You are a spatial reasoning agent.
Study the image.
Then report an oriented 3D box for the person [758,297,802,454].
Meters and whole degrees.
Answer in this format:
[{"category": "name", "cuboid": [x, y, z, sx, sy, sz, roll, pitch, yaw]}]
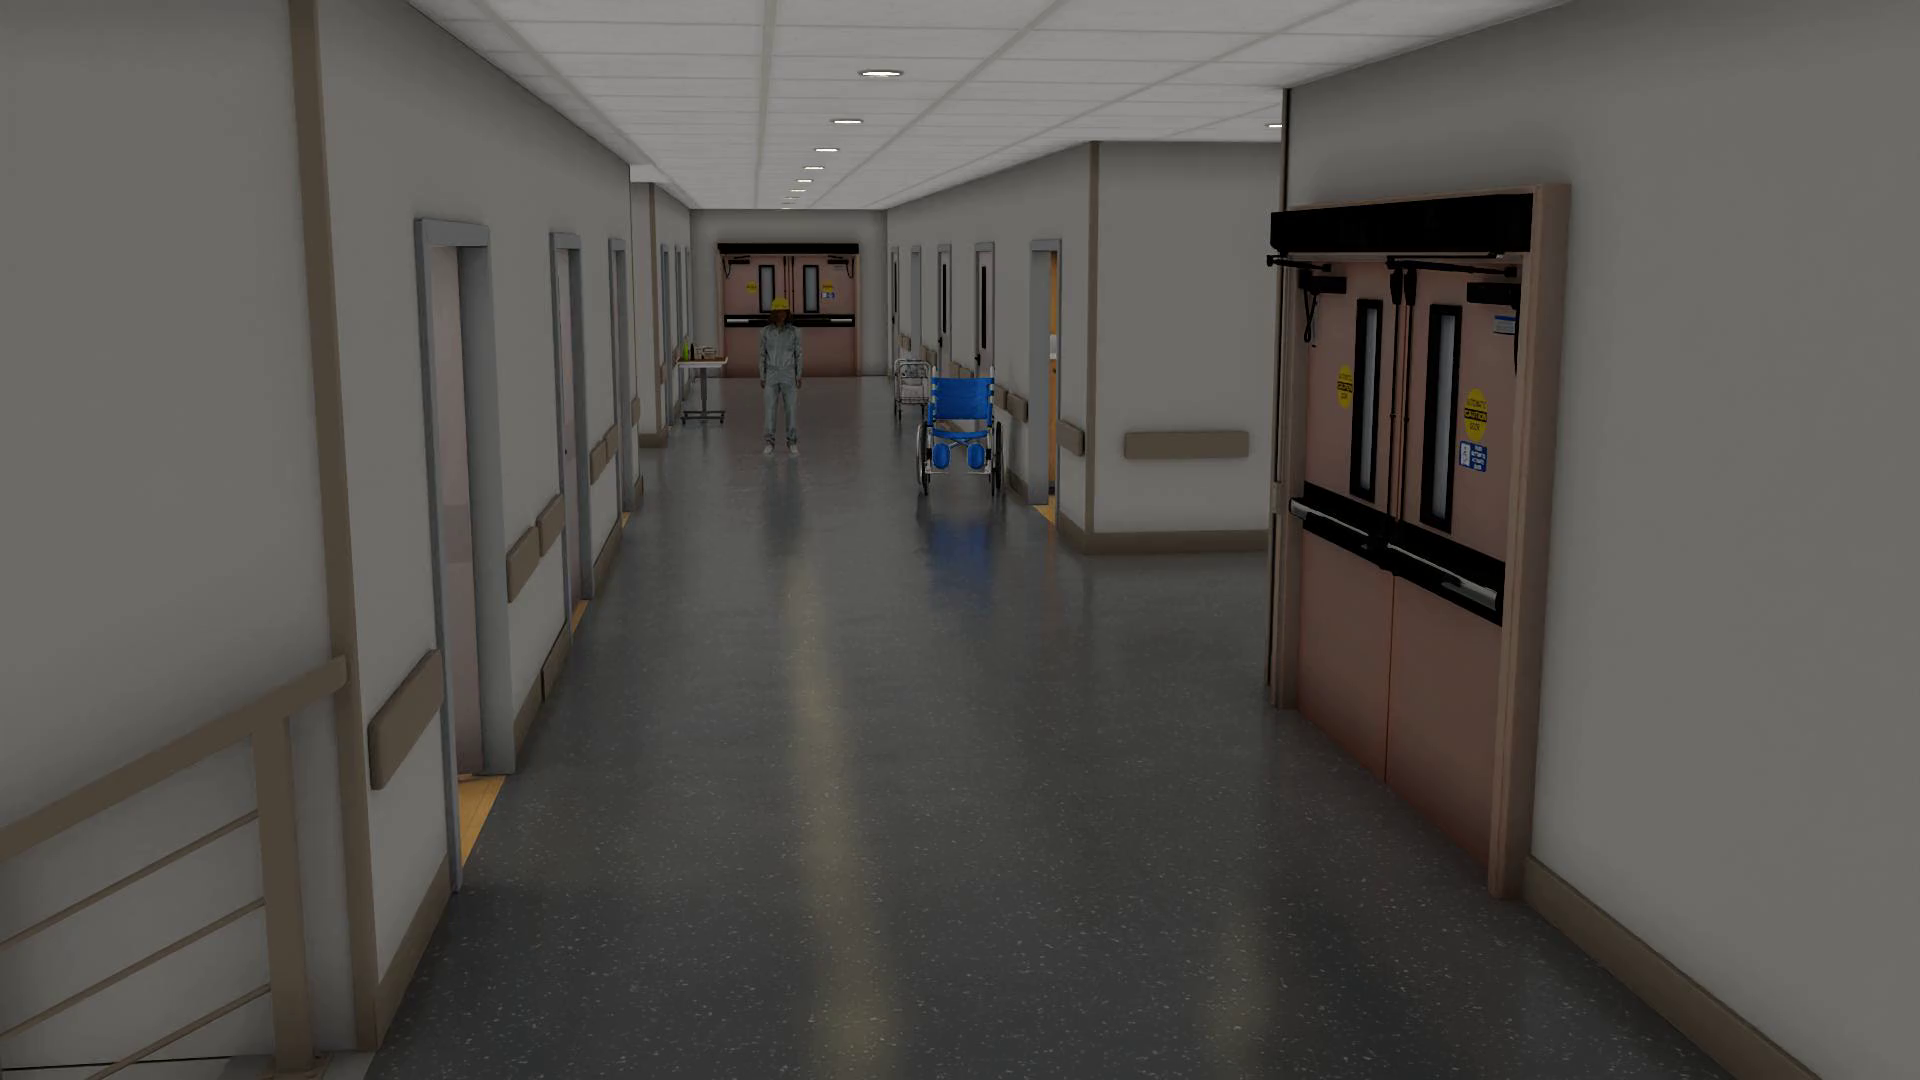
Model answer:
[{"category": "person", "cuboid": [-1.992, -1.819, 18.483, 0.489, 1.746, 0.284, -1, 10, -7]}]
